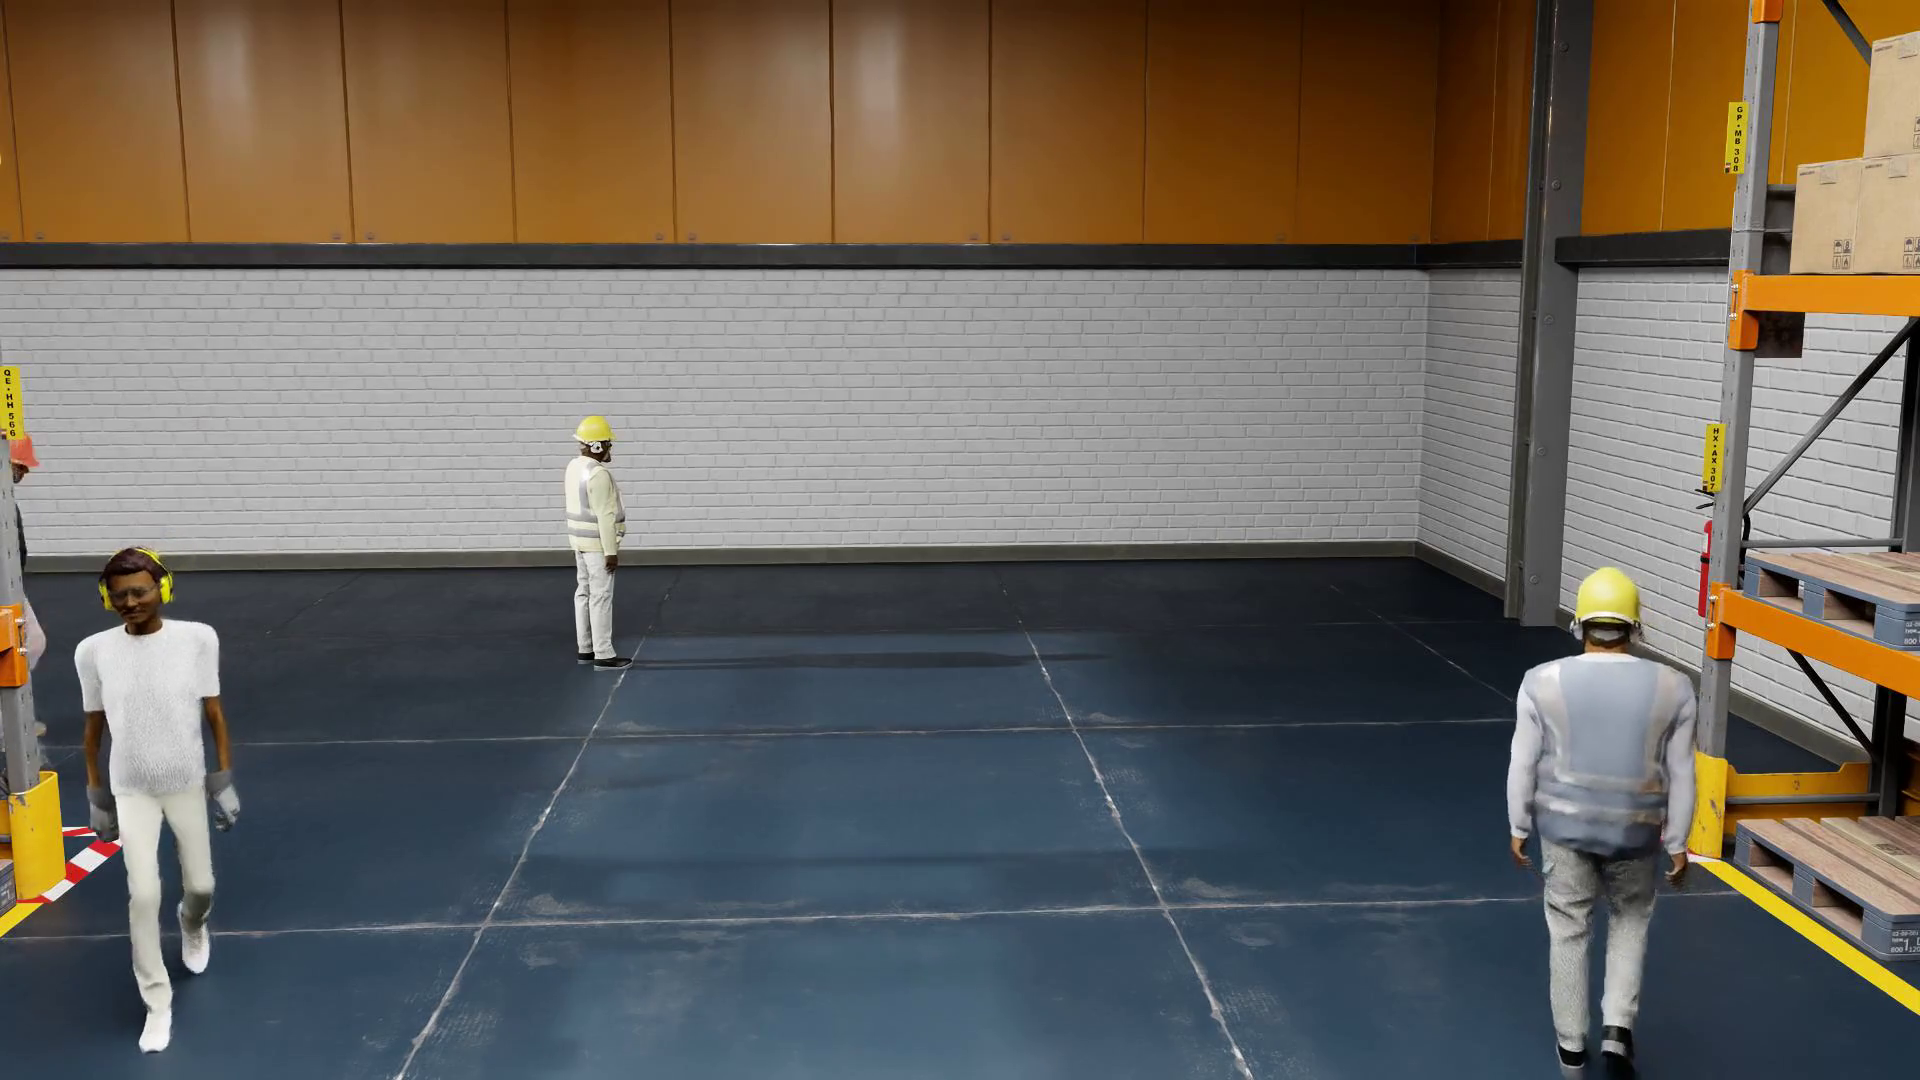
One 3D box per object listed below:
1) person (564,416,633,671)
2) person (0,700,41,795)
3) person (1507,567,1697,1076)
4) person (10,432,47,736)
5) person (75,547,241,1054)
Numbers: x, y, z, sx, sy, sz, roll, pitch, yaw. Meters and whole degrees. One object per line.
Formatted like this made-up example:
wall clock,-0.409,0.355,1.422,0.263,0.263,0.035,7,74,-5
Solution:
person,-2.608,0.021,11.976,0.404,1.832,0.599,-7,11,-36
person,-5.483,0.504,8.828,0.634,1.883,1.055,7,11,36
person,2.242,1.000,5.855,0.617,1.821,0.426,3,9,17
person,-5.691,0.299,9.870,0.546,1.946,0.656,-3,10,-19
person,-3.017,0.920,6.303,0.531,1.848,0.728,-4,10,-24
